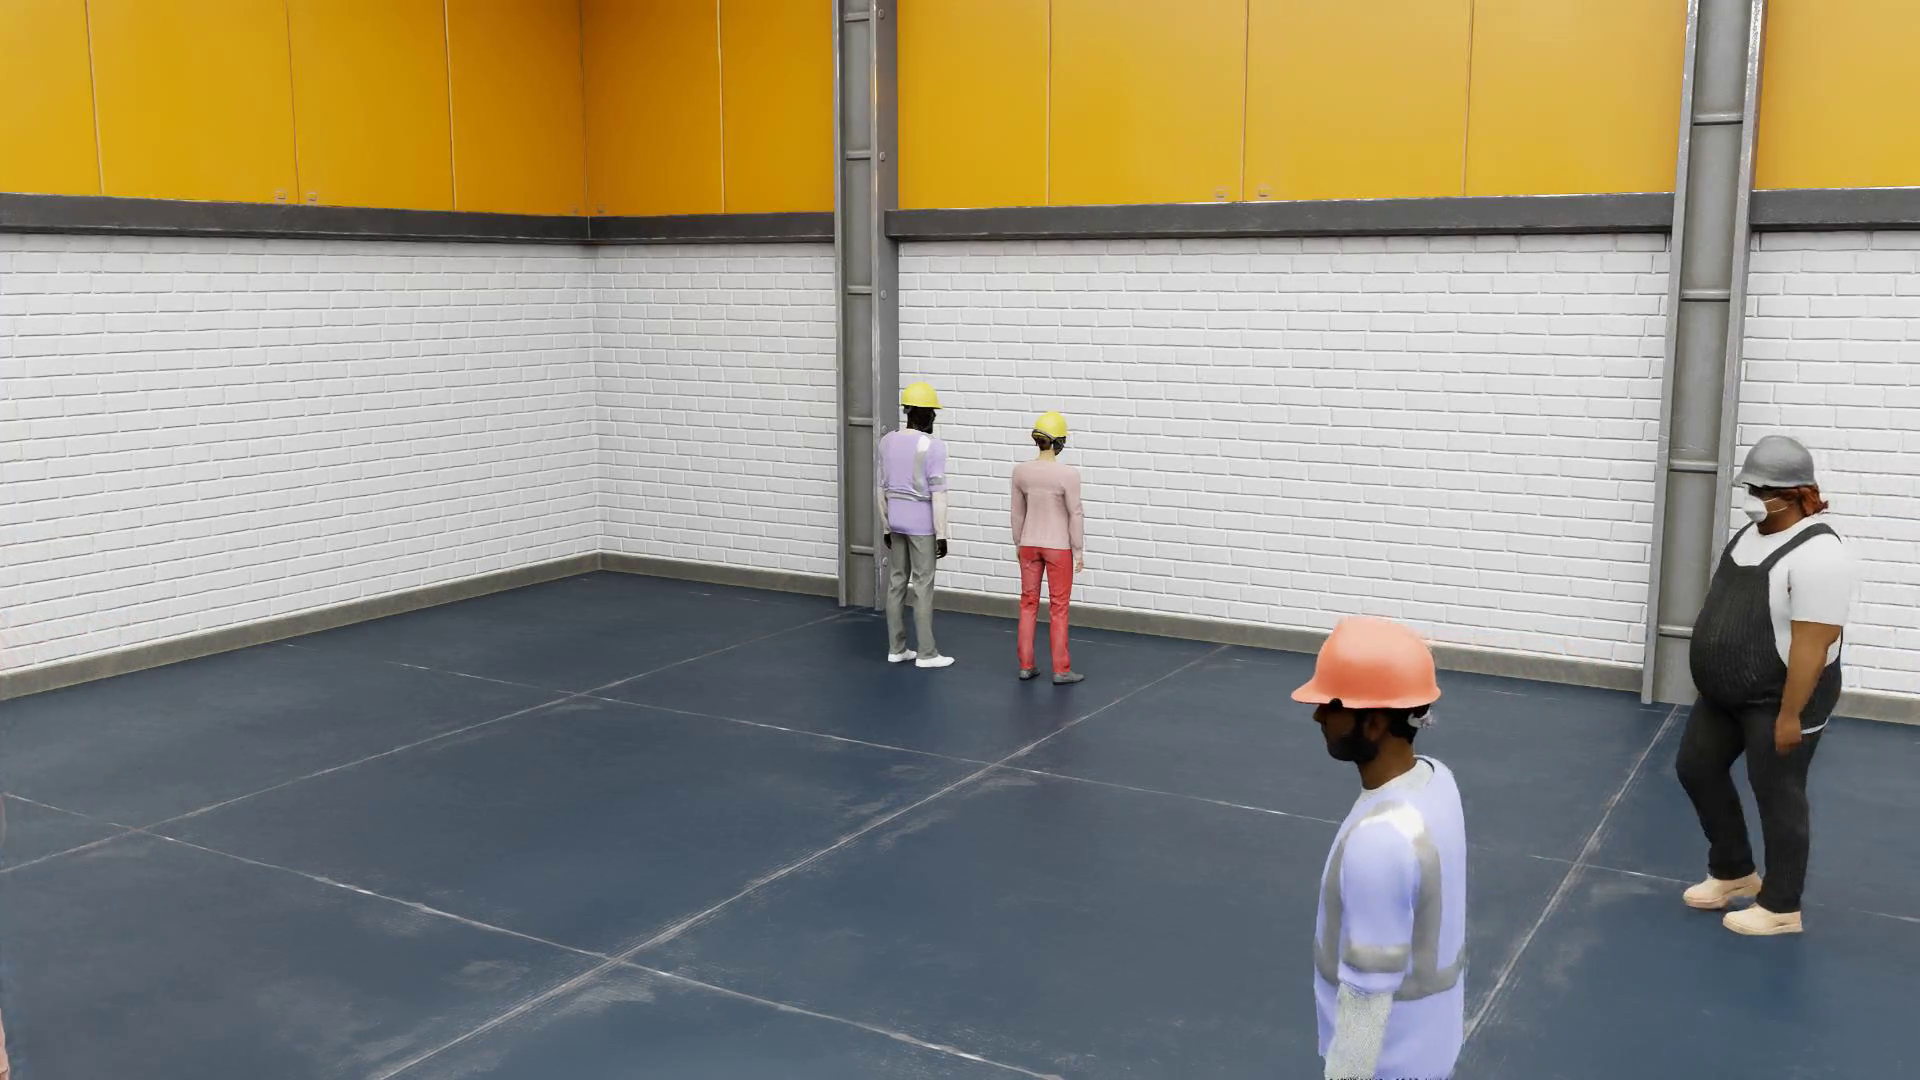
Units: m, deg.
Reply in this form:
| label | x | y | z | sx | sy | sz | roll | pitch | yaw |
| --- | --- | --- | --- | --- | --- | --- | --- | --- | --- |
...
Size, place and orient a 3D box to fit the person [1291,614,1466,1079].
| label | x | y | z | sx | sy | sz | roll | pitch | yaw |
| --- | --- | --- | --- | --- | --- | --- | --- | --- | --- |
| person | 0.890 | 1.109 | 3.639 | 0.384 | 1.934 | 0.571 | 4 | 10 | 26 |

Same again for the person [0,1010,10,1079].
| label | x | y | z | sx | sy | sz | roll | pitch | yaw |
| --- | --- | --- | --- | --- | --- | --- | --- | --- | --- |
| person | -3.231 | 0.928 | 4.899 | 0.719 | 1.880 | 0.687 | -8 | 12 | -42 |

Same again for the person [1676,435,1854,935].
| label | x | y | z | sx | sy | sz | roll | pitch | yaw |
| --- | --- | --- | --- | --- | --- | --- | --- | --- | --- |
| person | 3.190 | 0.574 | 6.641 | 0.560 | 2.000 | 0.699 | 0 | 9 | -3 |

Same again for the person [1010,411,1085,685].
| label | x | y | z | sx | sy | sz | roll | pitch | yaw |
| --- | --- | --- | --- | --- | --- | --- | --- | --- | --- |
| person | 0.574 | 0.054 | 10.743 | 0.530 | 1.768 | 0.312 | 6 | 11 | 33 |

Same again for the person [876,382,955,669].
| label | x | y | z | sx | sy | sz | roll | pitch | yaw |
| --- | --- | --- | --- | --- | --- | --- | --- | --- | --- |
| person | -0.301 | -0.098 | 11.196 | 0.590 | 1.923 | 0.384 | 8 | 12 | 42 |
